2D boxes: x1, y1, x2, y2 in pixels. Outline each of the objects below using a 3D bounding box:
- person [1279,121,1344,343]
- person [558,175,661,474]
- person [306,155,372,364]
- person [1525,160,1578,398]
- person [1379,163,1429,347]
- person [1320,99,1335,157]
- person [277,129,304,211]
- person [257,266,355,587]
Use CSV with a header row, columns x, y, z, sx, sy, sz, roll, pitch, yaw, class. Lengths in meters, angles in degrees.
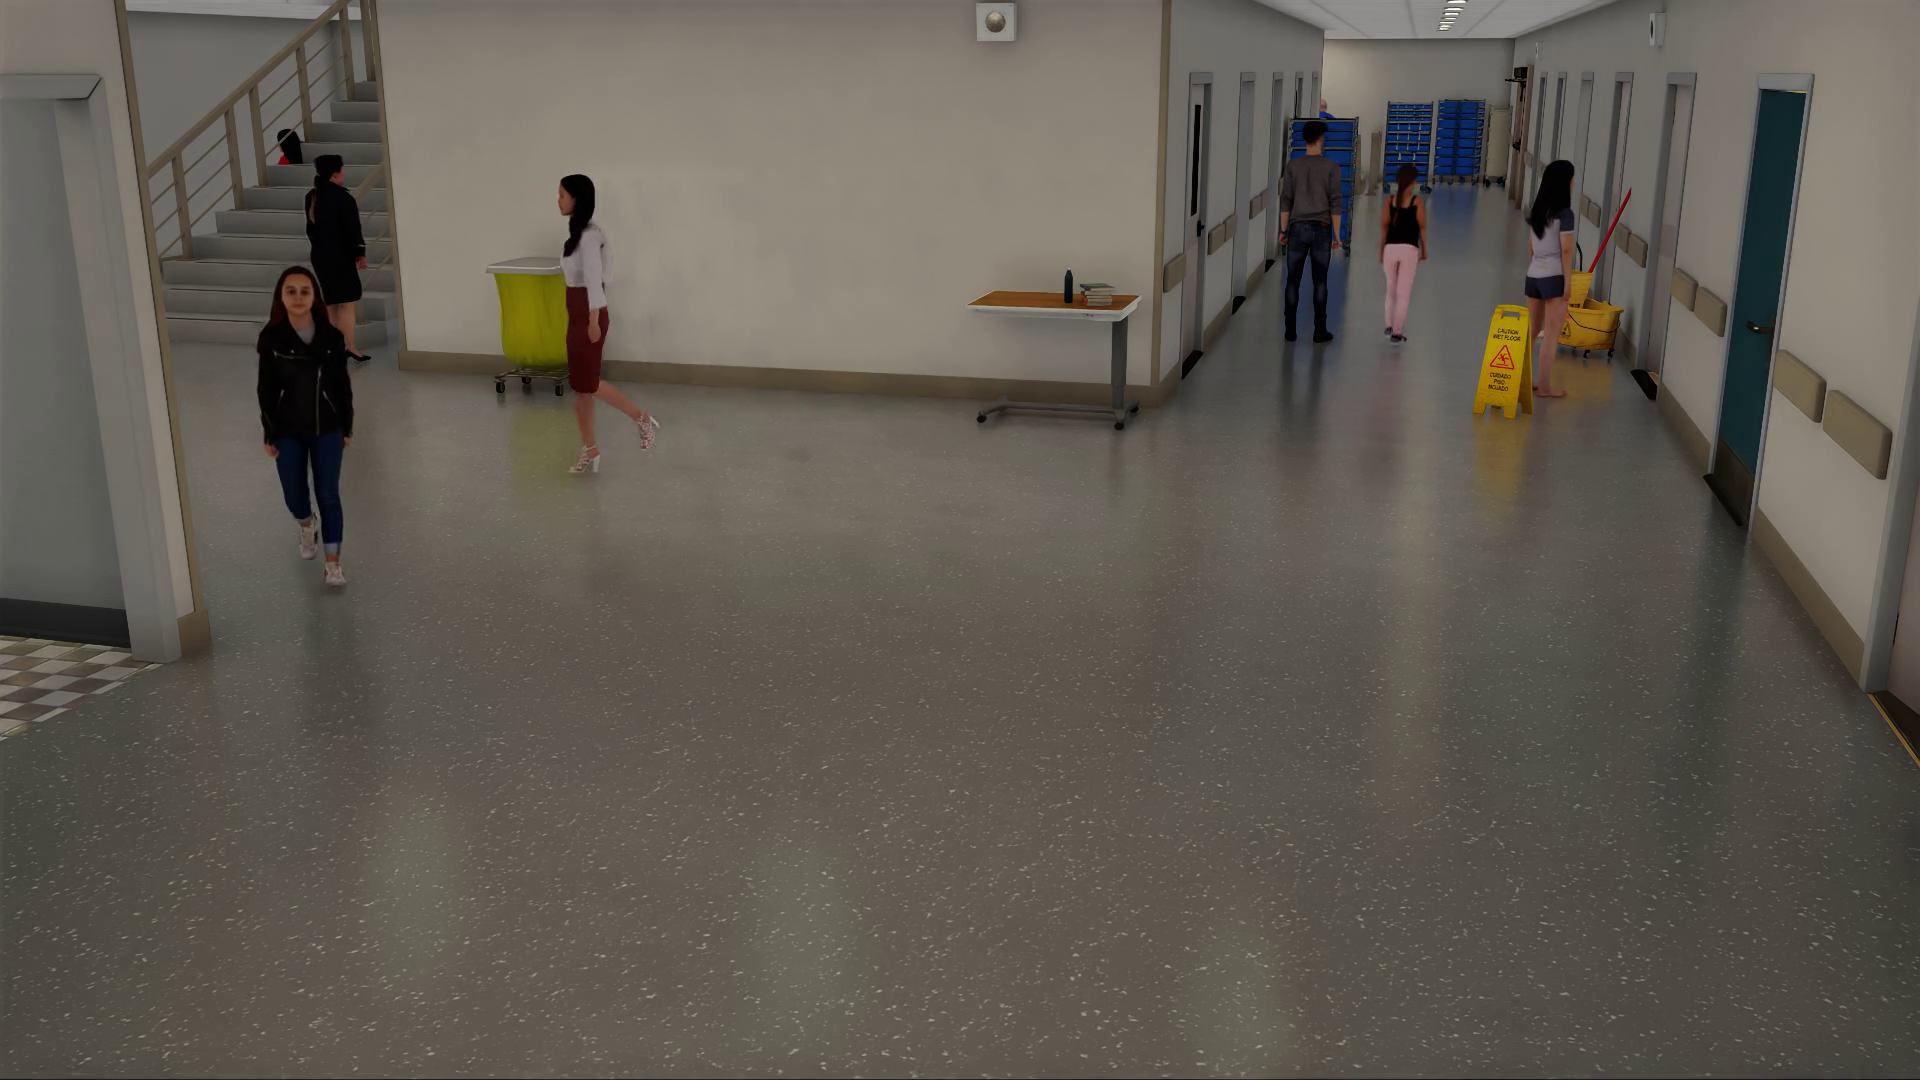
x,y,z,sx,sy,sz,roll,pitch,yaw,class
3.076,-2.710,14.638,0.719,1.903,0.590,6,17,20,person
-2.096,-1.233,9.707,0.909,1.736,0.870,-6,17,-21,person
-5.091,-2.284,13.553,0.768,1.672,0.725,9,18,29,person
4.312,-1.918,12.193,0.734,1.705,0.630,-5,17,-17,person
3.785,-2.444,14.352,0.631,1.546,0.742,10,19,32,person
6.610,-7.164,30.550,0.740,1.842,0.696,-1,16,-4,person
-6.903,-3.385,17.317,0.699,1.749,0.579,2,16,7,person
-3.027,-0.530,7.710,0.833,1.466,0.956,-6,17,-20,person
